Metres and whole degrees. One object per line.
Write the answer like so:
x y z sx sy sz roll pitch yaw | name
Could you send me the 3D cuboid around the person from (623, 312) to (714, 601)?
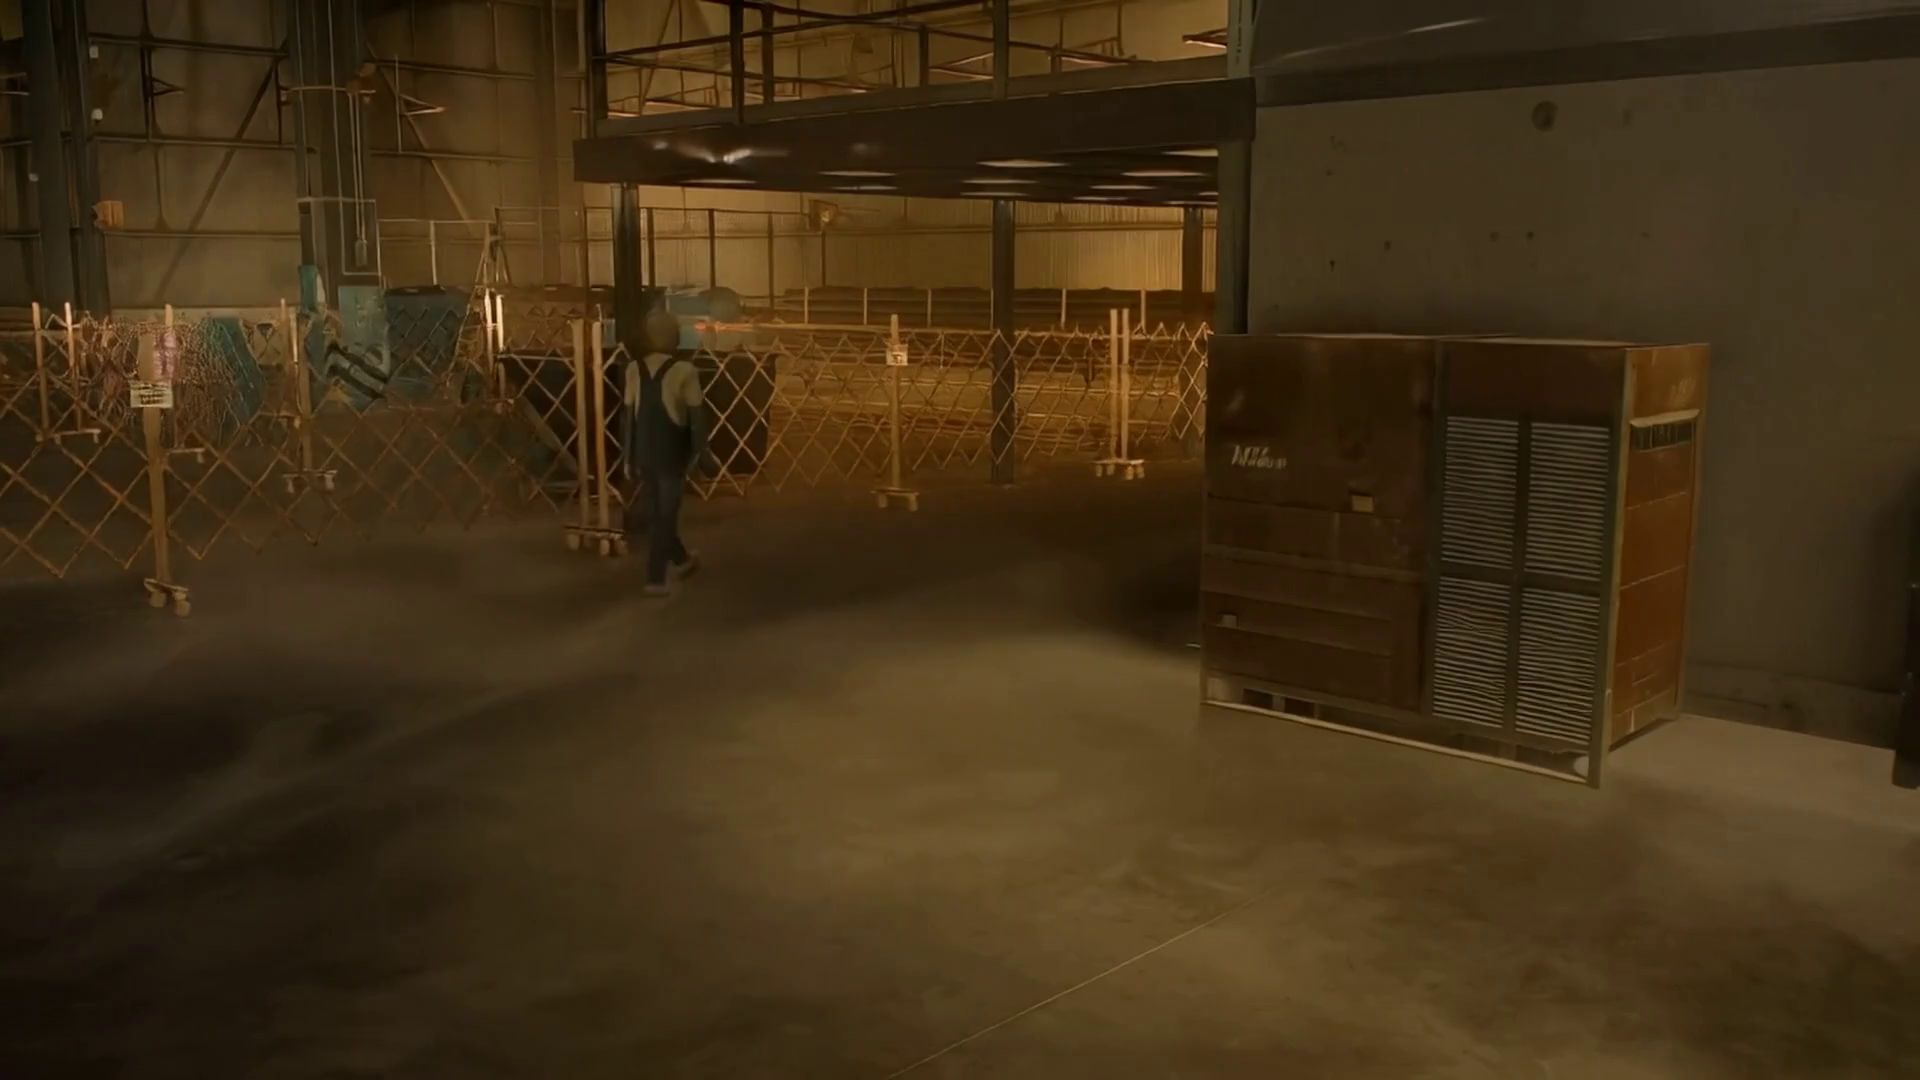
-1.840 -0.554 10.676 0.527 1.788 0.964 4 10 21 | person
